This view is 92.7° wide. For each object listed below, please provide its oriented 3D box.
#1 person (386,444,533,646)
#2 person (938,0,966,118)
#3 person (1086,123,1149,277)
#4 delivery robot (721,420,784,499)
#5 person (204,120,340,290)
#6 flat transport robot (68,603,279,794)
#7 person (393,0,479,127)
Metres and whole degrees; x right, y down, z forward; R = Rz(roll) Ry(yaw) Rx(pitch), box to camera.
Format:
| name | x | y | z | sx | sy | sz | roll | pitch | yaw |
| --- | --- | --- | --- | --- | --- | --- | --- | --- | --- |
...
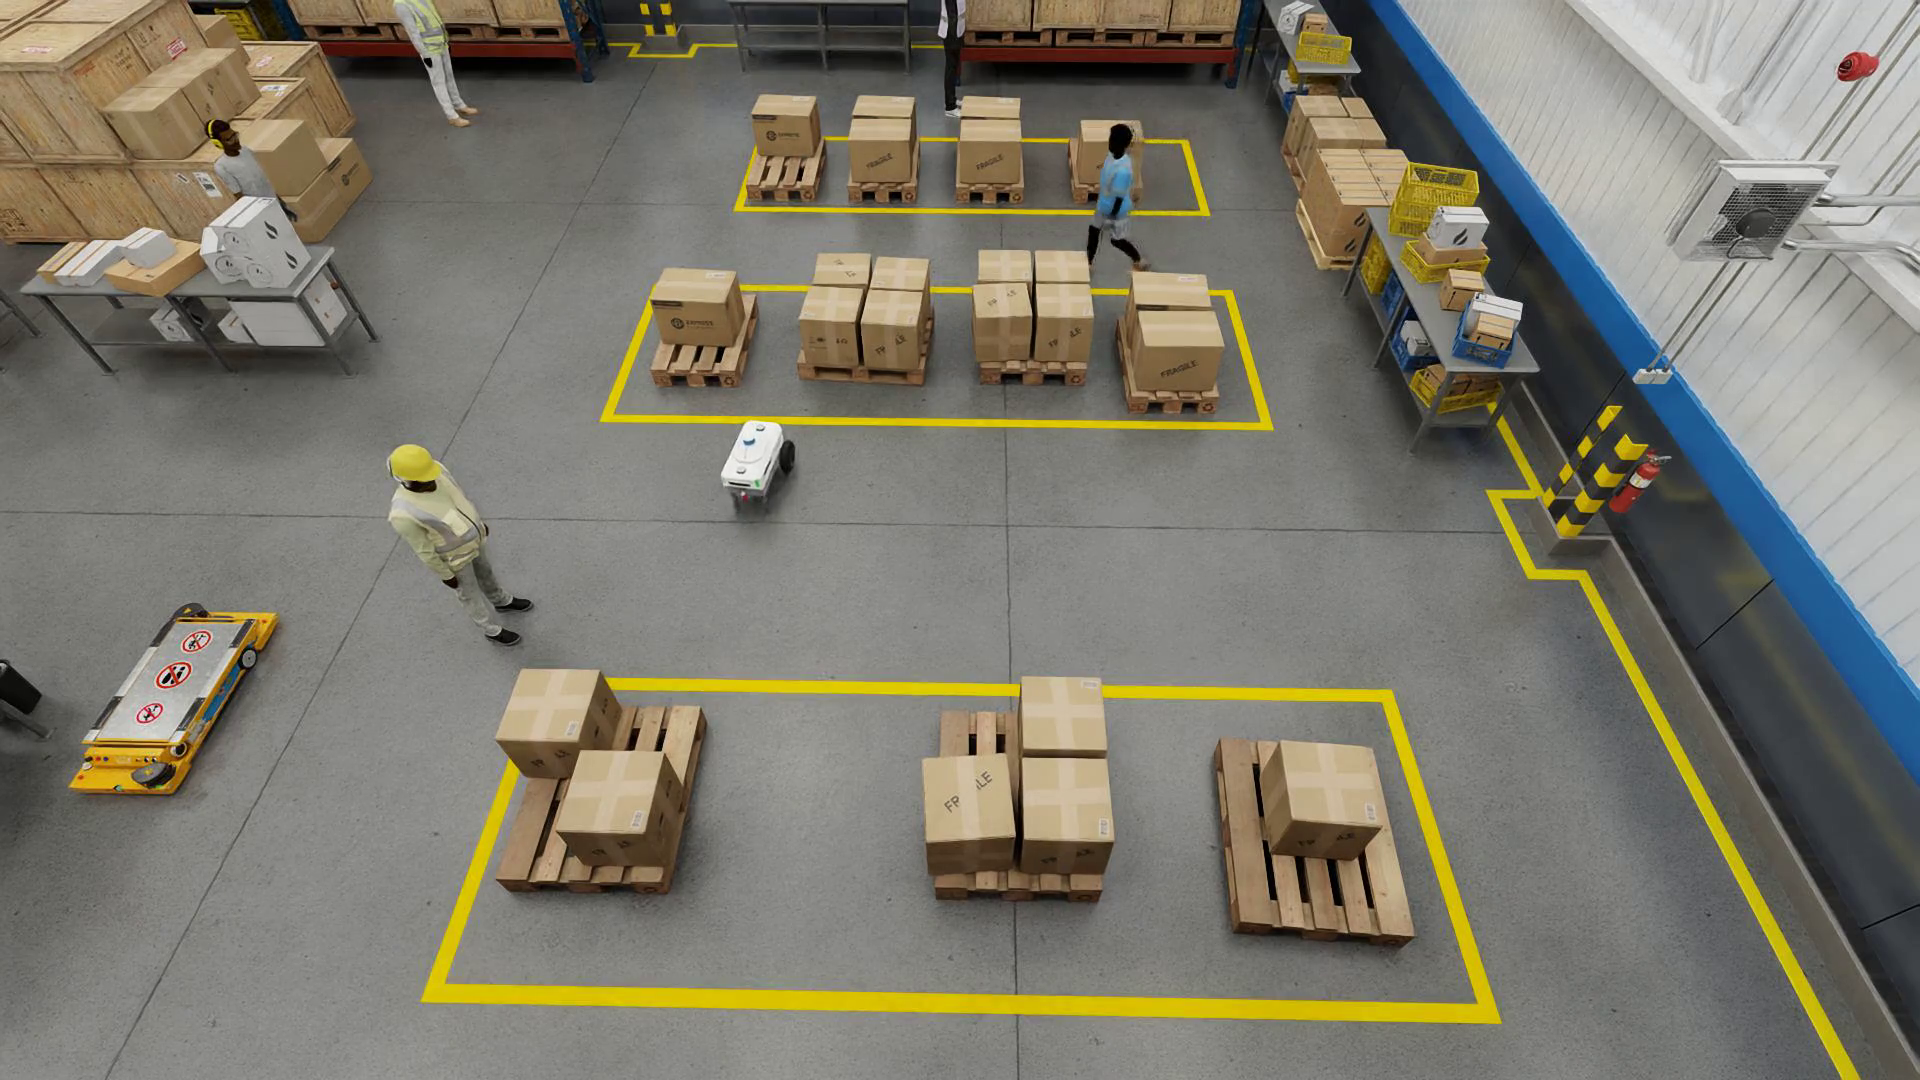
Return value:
| name | x | y | z | sx | sy | sz | roll | pitch | yaw |
| --- | --- | --- | --- | --- | --- | --- | --- | --- | --- |
| person | -3.446 | 0.034 | 6.311 | 0.403 | 1.822 | 0.589 | 1 | 50 | 1 |
| person | -0.084 | -6.463 | 11.750 | 0.391 | 1.914 | 0.587 | 1 | 50 | 1 |
| person | 1.601 | -3.410 | 9.330 | 0.807 | 1.667 | 0.541 | -6 | 50 | -5 |
| delivery robot | -1.734 | -0.688 | 7.683 | 0.477 | 0.478 | 0.707 | 8 | 50 | 5 |
| person | -6.775 | -3.205 | 9.020 | 0.328 | 1.873 | 0.520 | 1 | 50 | 1 |
| flat transport robot | -5.504 | 1.072 | 6.442 | 0.652 | 0.197 | 1.431 | 1 | 50 | 1 |
| person | -6.667 | -6.246 | 11.613 | 0.429 | 1.845 | 0.621 | 1 | 50 | 1 |
